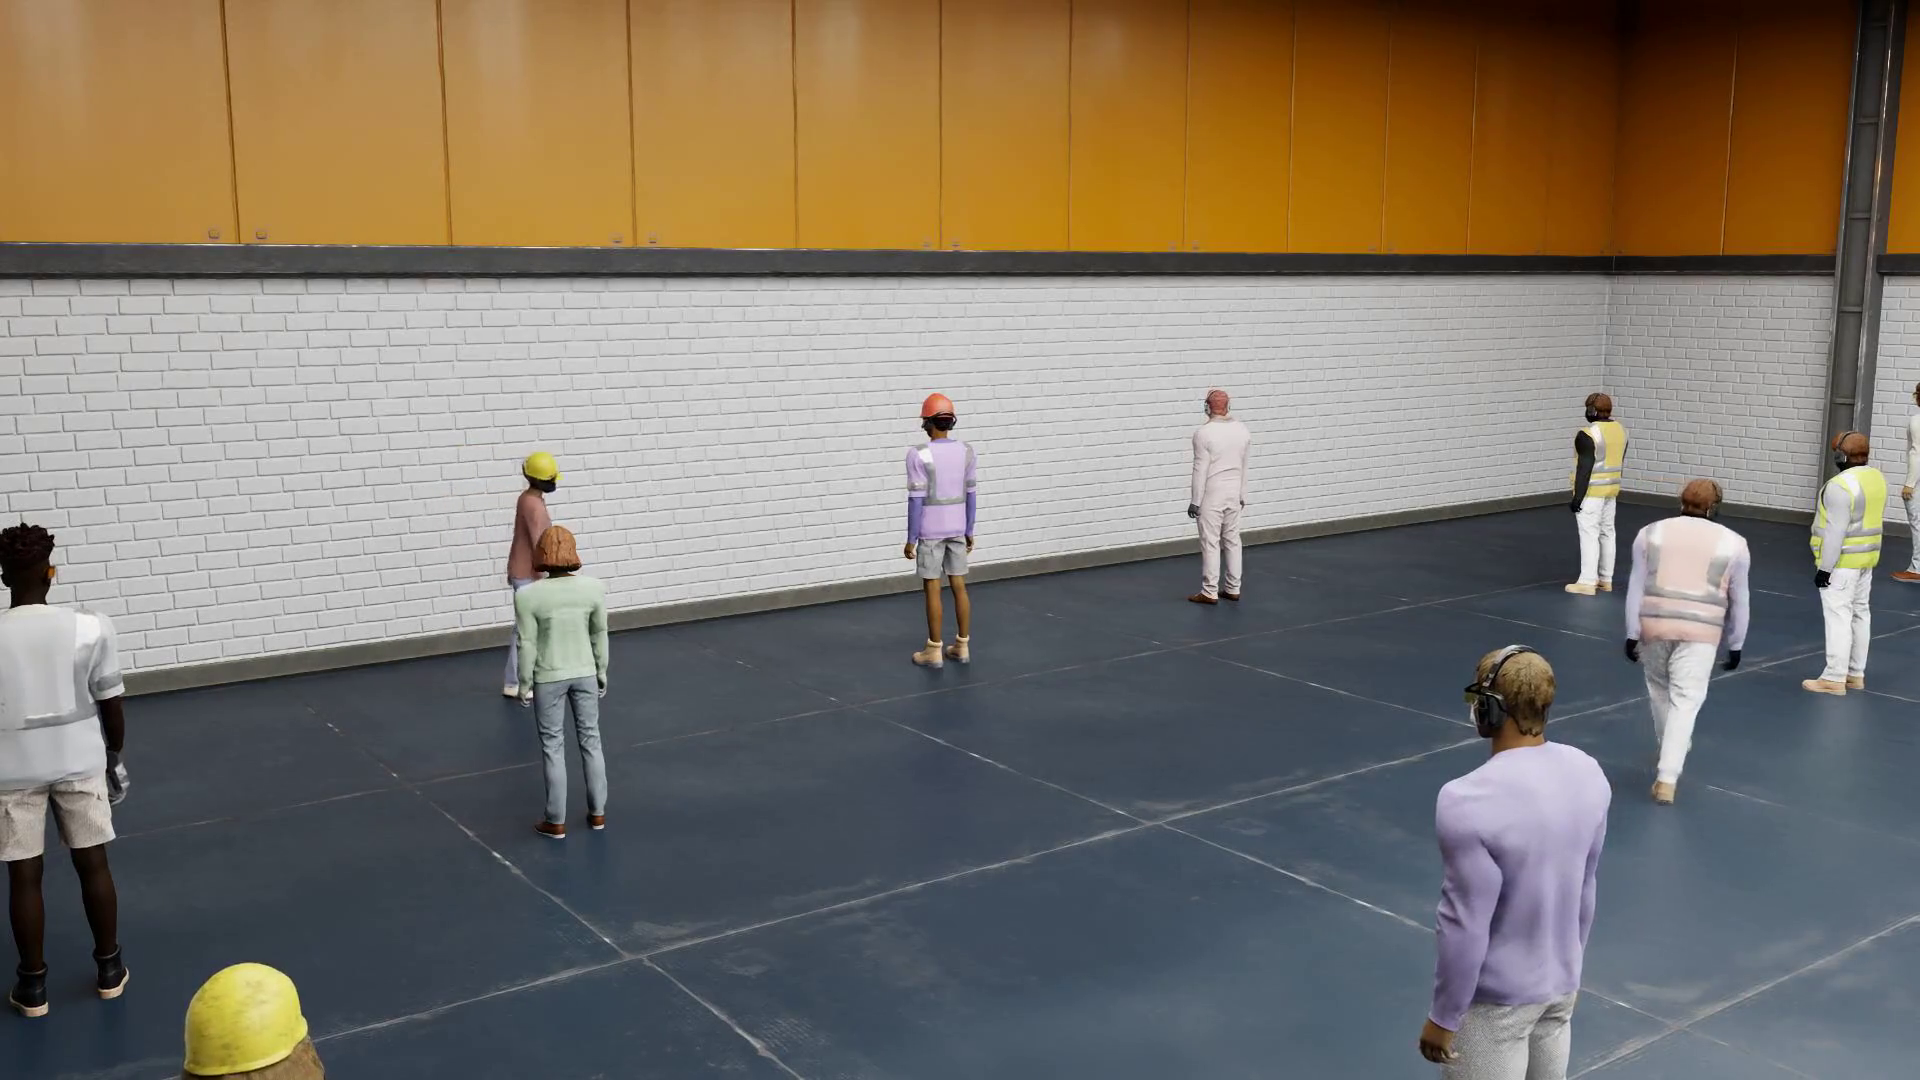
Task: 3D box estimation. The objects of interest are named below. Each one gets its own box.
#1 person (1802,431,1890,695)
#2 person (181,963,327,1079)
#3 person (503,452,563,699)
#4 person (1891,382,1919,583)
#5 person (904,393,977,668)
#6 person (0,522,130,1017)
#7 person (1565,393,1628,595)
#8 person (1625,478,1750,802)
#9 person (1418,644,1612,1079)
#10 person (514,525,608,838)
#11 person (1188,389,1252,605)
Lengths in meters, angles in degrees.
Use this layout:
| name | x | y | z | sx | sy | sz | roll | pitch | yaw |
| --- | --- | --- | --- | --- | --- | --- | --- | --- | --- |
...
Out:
| name | x | y | z | sx | sy | sz | roll | pitch | yaw |
| --- | --- | --- | --- | --- | --- | --- | --- | --- | --- |
| person | 6.175 | 0.159 | 11.626 | 0.627 | 1.840 | 0.429 | -6 | 11 | -34 |
| person | -1.234 | 1.606 | 2.997 | 0.489 | 1.741 | 0.322 | -6 | 11 | -34 |
| person | -2.945 | 0.247 | 11.419 | 0.488 | 1.725 | 0.543 | -3 | 10 | -18 |
| person | 9.126 | -0.557 | 15.738 | 0.631 | 1.936 | 0.362 | -6 | 11 | -34 |
| person | -0.162 | -0.073 | 12.428 | 0.611 | 2.042 | 0.395 | -6 | 11 | -34 |
| person | -3.647 | 0.907 | 6.627 | 0.610 | 1.962 | 0.366 | -6 | 11 | -34 |
| person | 5.798 | -0.423 | 15.206 | 0.627 | 1.843 | 0.429 | -6 | 11 | -34 |
| person | 4.137 | 0.541 | 9.476 | 0.631 | 1.774 | 1.023 | 6 | 11 | 34 |
| person | 1.521 | 1.245 | 4.621 | 0.631 | 1.938 | 0.362 | -6 | 11 | -34 |
| person | -2.074 | 0.737 | 8.691 | 0.503 | 1.632 | 0.271 | -6 | 11 | -34 |
| person | 2.270 | -0.382 | 14.763 | 0.645 | 1.905 | 0.400 | -6 | 11 | -34 |
